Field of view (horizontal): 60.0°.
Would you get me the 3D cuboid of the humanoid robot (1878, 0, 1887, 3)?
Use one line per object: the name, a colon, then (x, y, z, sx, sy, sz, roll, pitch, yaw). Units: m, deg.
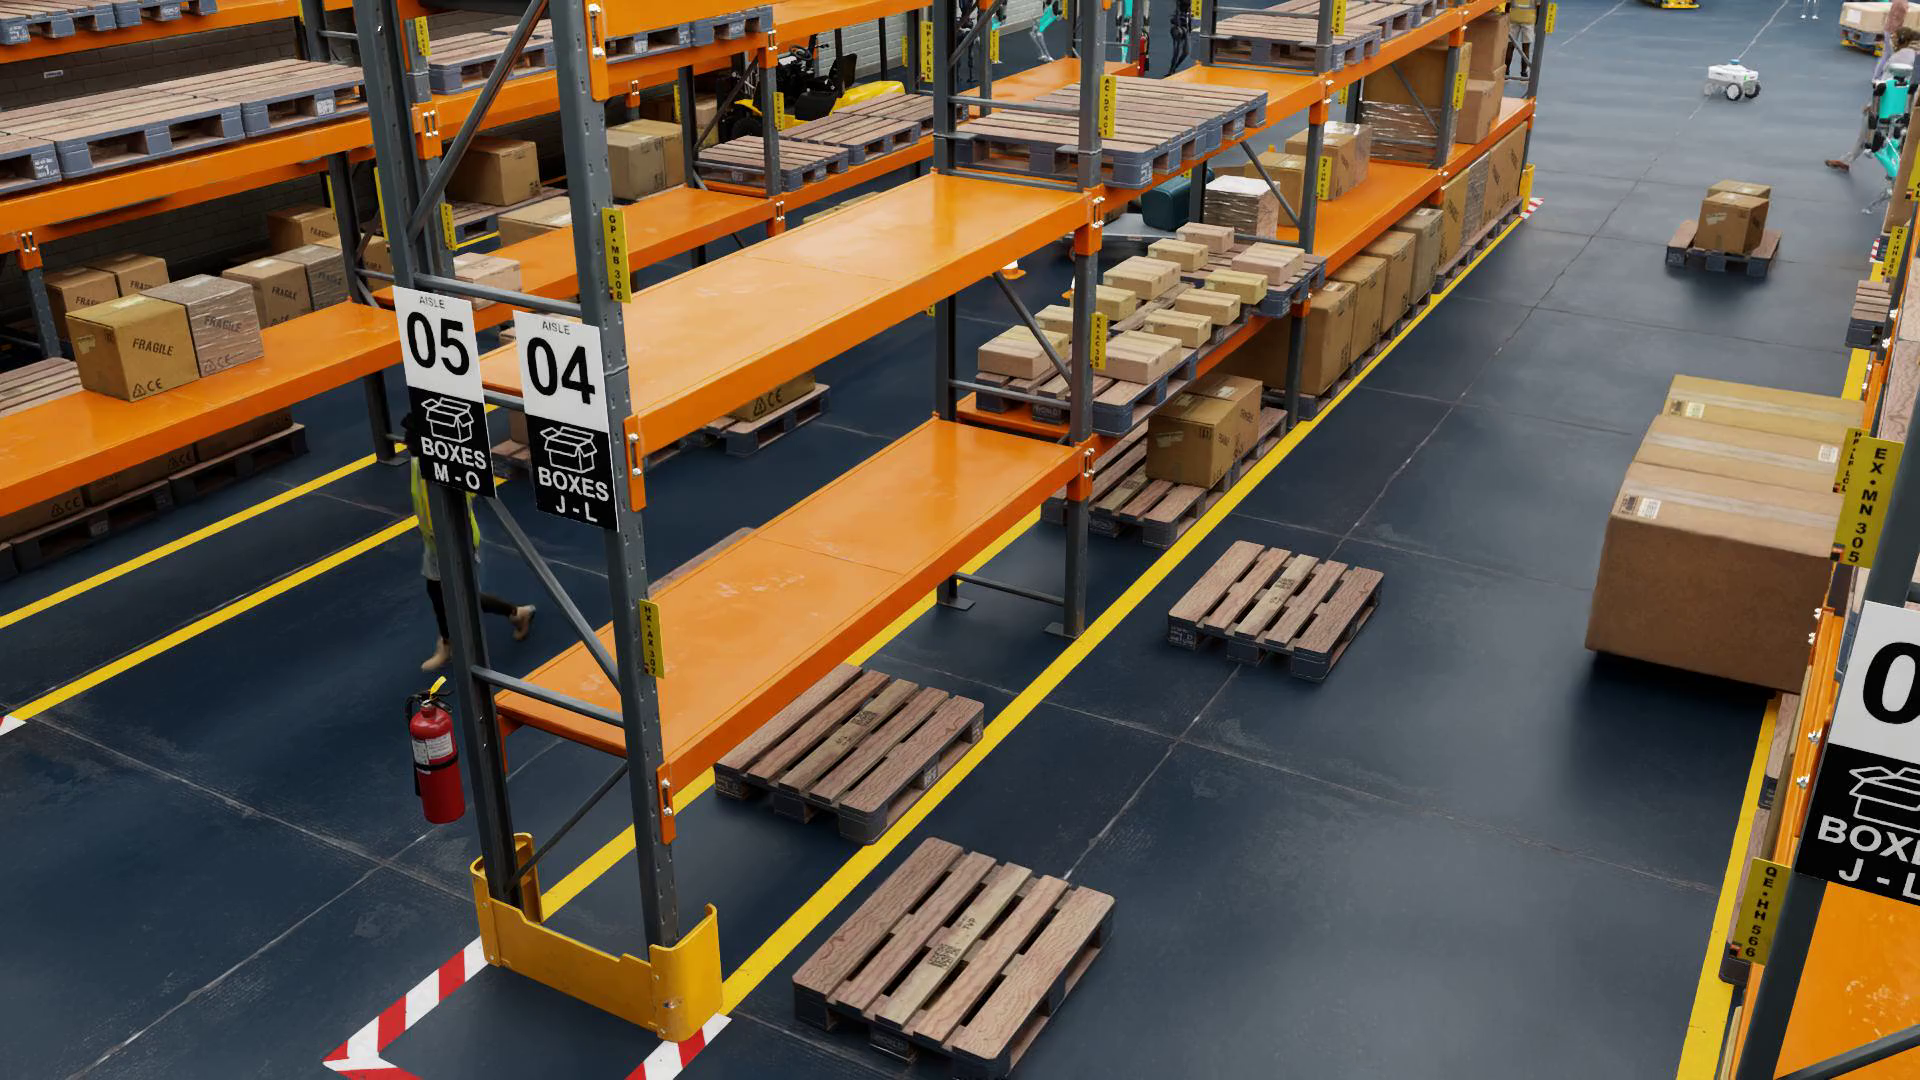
humanoid robot: (17.468, -10.594, 31.595, 0.783, 1.718, 0.531, -4, 26, -9)

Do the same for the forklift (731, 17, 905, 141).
forklift: (-1.819, -5.975, 21.543, 2.313, 2.155, 1.214, 14, 29, 26)

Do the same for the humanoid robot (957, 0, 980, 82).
humanoid robot: (0.080, -8.290, 26.927, 0.599, 1.657, 0.315, 14, 29, 26)

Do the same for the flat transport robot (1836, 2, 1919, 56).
flat transport robot: (16.449, -8.829, 29.688, 0.659, 0.231, 1.431, -1, 26, -1)

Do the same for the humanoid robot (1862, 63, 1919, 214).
humanoid robot: (10.768, -4.466, 18.970, 0.539, 1.772, 0.967, -5, 26, -10)

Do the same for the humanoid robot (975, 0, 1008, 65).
humanoid robot: (0.458, -8.787, 27.757, 0.533, 1.674, 0.735, 14, 29, 26)

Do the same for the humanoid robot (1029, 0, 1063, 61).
humanoid robot: (1.462, -9.122, 28.552, 0.726, 1.743, 0.530, -13, 29, -25)

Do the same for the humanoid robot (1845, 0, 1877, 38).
humanoid robot: (16.667, -10.108, 30.726, 0.592, 1.649, 0.339, -5, 26, -11)

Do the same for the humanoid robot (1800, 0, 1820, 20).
humanoid robot: (16.638, -10.974, 32.303, 0.533, 1.674, 0.735, 14, 29, 26)

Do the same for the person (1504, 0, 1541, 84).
person: (9.047, -8.362, 26.768, 0.607, 1.959, 0.373, 15, 29, 28)

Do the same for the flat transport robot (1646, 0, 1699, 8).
flat transport robot: (14.883, -11.354, 34.935, 0.659, 0.231, 1.431, -2, 26, -4)

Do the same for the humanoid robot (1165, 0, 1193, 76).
humanoid robot: (3.611, -8.421, 27.224, 0.401, 1.634, 0.588, 16, 30, 30)

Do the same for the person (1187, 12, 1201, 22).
person: (4.672, -11.202, 32.747, 0.615, 1.896, 0.726, 15, 29, 28)

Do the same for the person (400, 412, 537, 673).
person: (-2.930, -0.021, 9.760, 0.603, 1.674, 0.552, -21, 33, -36)

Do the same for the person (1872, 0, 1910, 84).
person: (14.971, -8.159, 26.622, 0.364, 1.716, 0.693, 18, 31, 32)

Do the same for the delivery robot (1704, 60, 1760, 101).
delivery robot: (12.030, -7.154, 25.889, 0.499, 0.604, 0.801, -14, 29, -27)

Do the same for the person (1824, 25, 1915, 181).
person: (11.651, -5.488, 20.894, 1.065, 1.884, 0.635, 18, 31, 33)

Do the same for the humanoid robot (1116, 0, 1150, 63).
humanoid robot: (2.627, -7.714, 25.746, 0.550, 1.826, 0.887, 5, 26, 11)

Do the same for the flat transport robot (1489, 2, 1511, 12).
flat transport robot: (10.936, -11.081, 34.368, 0.659, 0.231, 1.431, -11, 28, -22)
